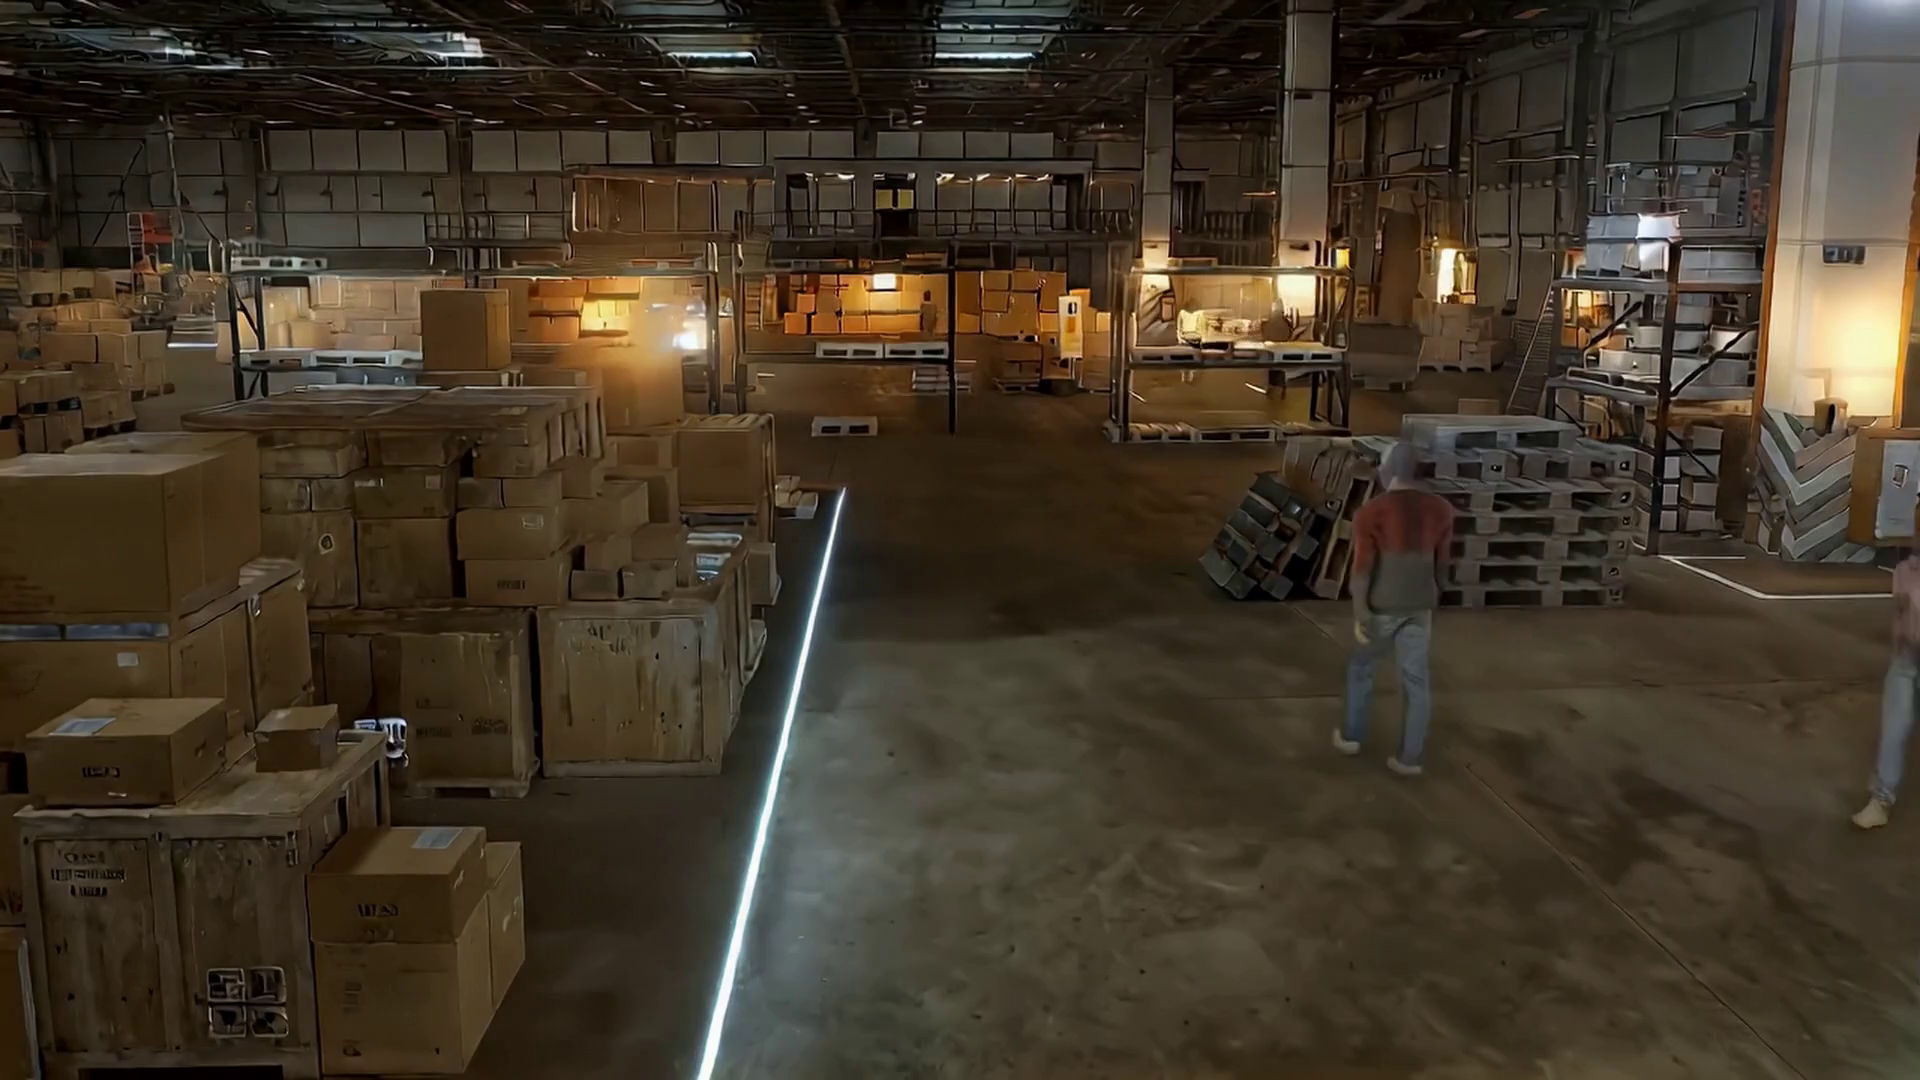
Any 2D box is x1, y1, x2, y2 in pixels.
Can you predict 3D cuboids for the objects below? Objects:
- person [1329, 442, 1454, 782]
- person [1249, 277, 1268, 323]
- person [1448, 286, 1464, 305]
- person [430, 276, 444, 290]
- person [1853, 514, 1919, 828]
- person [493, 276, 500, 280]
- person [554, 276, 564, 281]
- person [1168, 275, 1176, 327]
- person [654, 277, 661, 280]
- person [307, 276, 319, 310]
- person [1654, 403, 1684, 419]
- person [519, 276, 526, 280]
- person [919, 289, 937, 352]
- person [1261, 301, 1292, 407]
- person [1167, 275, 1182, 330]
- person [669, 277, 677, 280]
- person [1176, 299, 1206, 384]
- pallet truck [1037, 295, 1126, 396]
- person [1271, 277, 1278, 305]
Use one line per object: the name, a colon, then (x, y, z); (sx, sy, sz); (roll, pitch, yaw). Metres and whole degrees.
person: (2.467, 0.380, 9.590); (0.635, 1.909, 0.865); (-2, 10, -9)
person: (10.751, -8.532, 59.572); (0.646, 1.786, 0.995); (-8, 13, -39)
person: (15.491, -7.093, 51.882); (0.550, 1.649, 0.874); (-1, 10, -7)
person: (-23.203, -11.171, 74.096); (0.750, 1.860, 0.372); (-5, 11, -25)
person: (5.092, 0.639, 8.717); (0.919, 1.695, 0.502); (-7, 12, -34)
person: (-16.564, -8.698, 59.776); (0.705, 2.000, 0.682); (3, 11, 18)
person: (-17.501, -11.013, 73.037); (0.605, 1.908, 0.425); (-2, 10, -9)
person: (7.537, -8.607, 59.414); (0.399, 1.987, 0.612); (2, 10, 9)
person: (-9.472, -7.250, 52.011); (0.372, 1.934, 0.627); (-9, 13, -40)
person: (-25.407, -9.531, 65.211); (0.557, 1.755, 0.460); (7, 12, 34)
person: (9.024, -1.689, 21.164); (0.584, 1.883, 0.337); (-10, 14, -43)
person: (-14.974, -8.157, 57.048); (0.553, 1.935, 0.361); (-2, 10, -9)
person: (-0.833, -5.389, 41.903); (0.523, 1.842, 0.798); (-3, 11, -19)
person: (5.872, -3.478, 30.982); (0.641, 1.944, 1.038); (-1, 10, -8)
person: (7.519, -8.071, 56.709); (0.994, 1.881, 0.573); (0, 10, 2)
person: (-8.244, -6.587, 48.096); (0.683, 2.005, 0.720); (-6, 12, -28)
person: (4.869, -4.197, 35.323); (0.661, 1.811, 0.833); (4, 11, 21)
pallet truck: (2.483, -3.881, 33.060); (1.885, 1.965, 0.823); (-7, 13, -36)
person: (11.580, -8.660, 60.369); (0.546, 1.740, 0.719); (-9, 14, -41)
